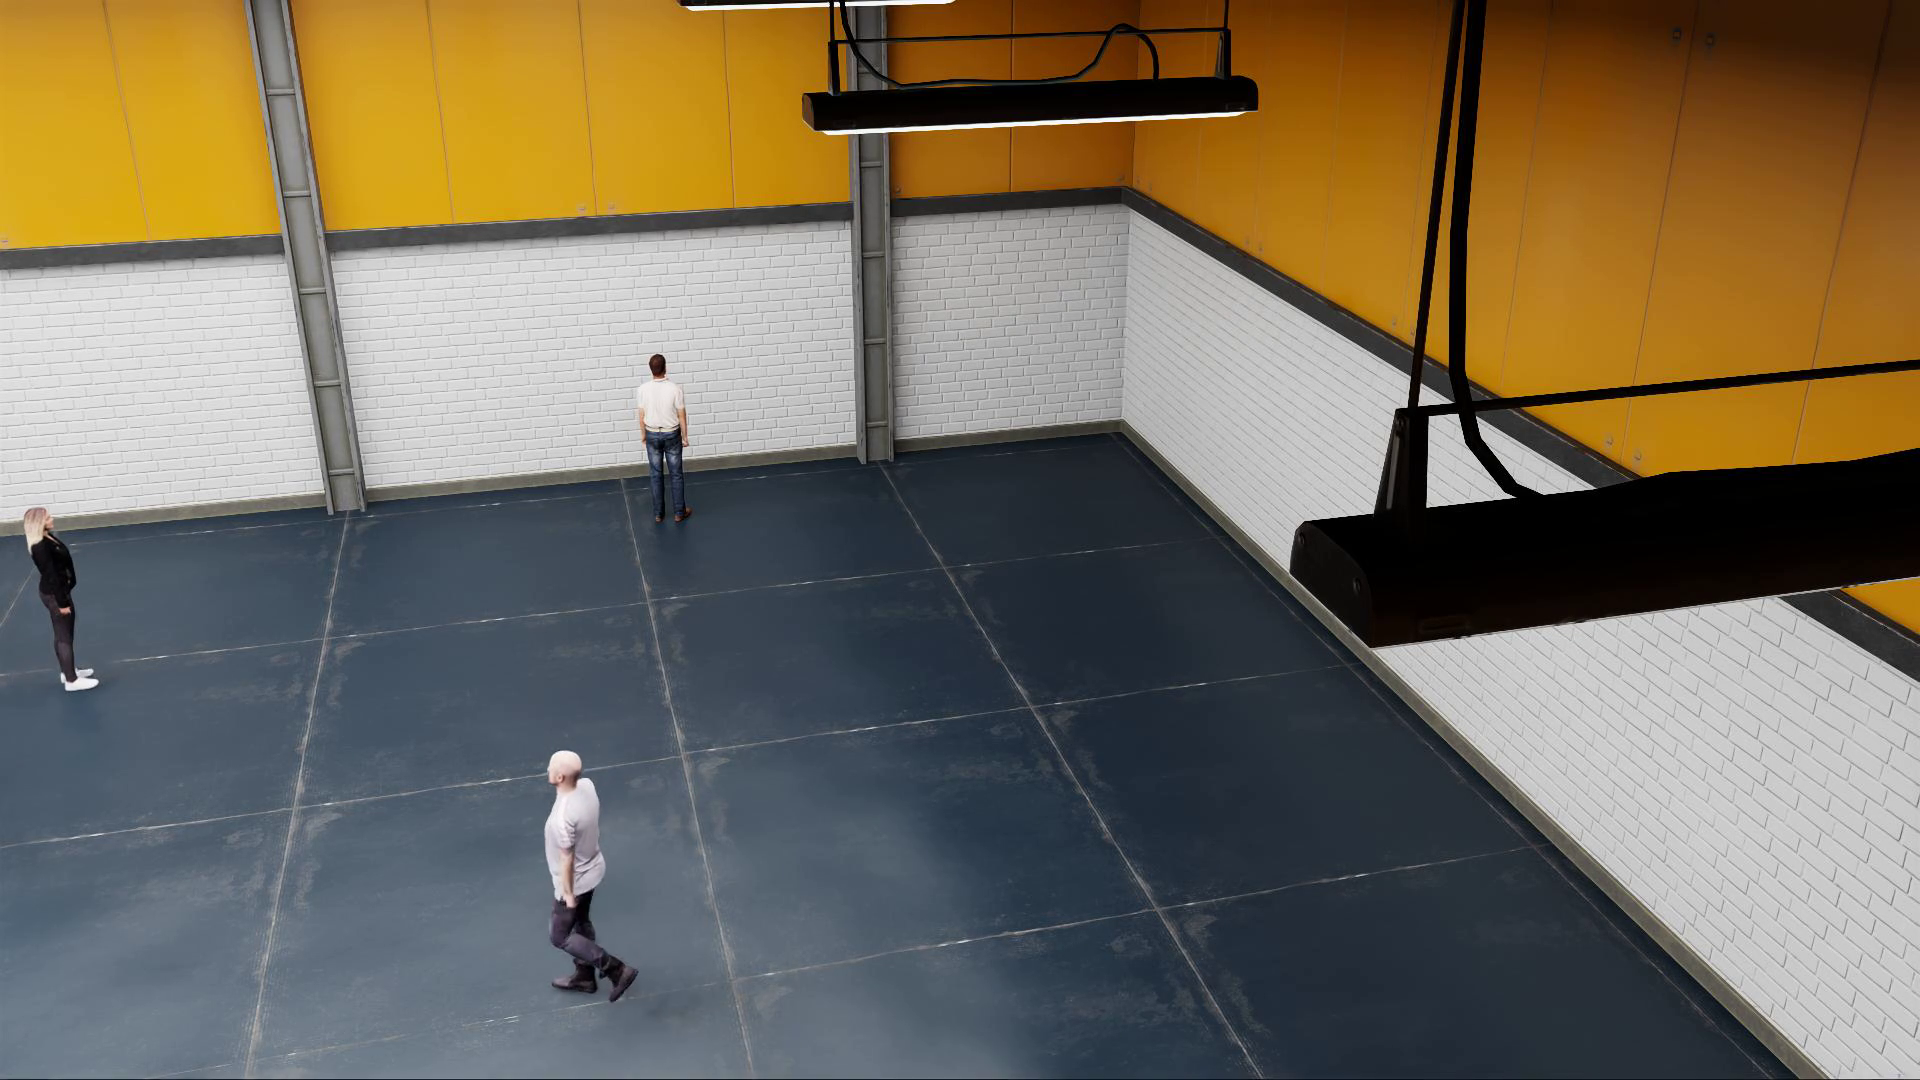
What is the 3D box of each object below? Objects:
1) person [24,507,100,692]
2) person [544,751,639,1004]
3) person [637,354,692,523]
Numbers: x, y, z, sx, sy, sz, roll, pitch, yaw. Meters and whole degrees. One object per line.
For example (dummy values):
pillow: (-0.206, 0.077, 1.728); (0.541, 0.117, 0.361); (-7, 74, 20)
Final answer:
person: (-7.842, 0.501, 14.419); (0.637, 1.686, 0.676); (-15, 28, -30)
person: (-2.347, 2.143, 10.501); (1.014, 1.816, 0.879); (4, 24, 10)
person: (-3.192, -1.100, 17.871); (0.604, 1.855, 0.783); (0, 24, 1)
